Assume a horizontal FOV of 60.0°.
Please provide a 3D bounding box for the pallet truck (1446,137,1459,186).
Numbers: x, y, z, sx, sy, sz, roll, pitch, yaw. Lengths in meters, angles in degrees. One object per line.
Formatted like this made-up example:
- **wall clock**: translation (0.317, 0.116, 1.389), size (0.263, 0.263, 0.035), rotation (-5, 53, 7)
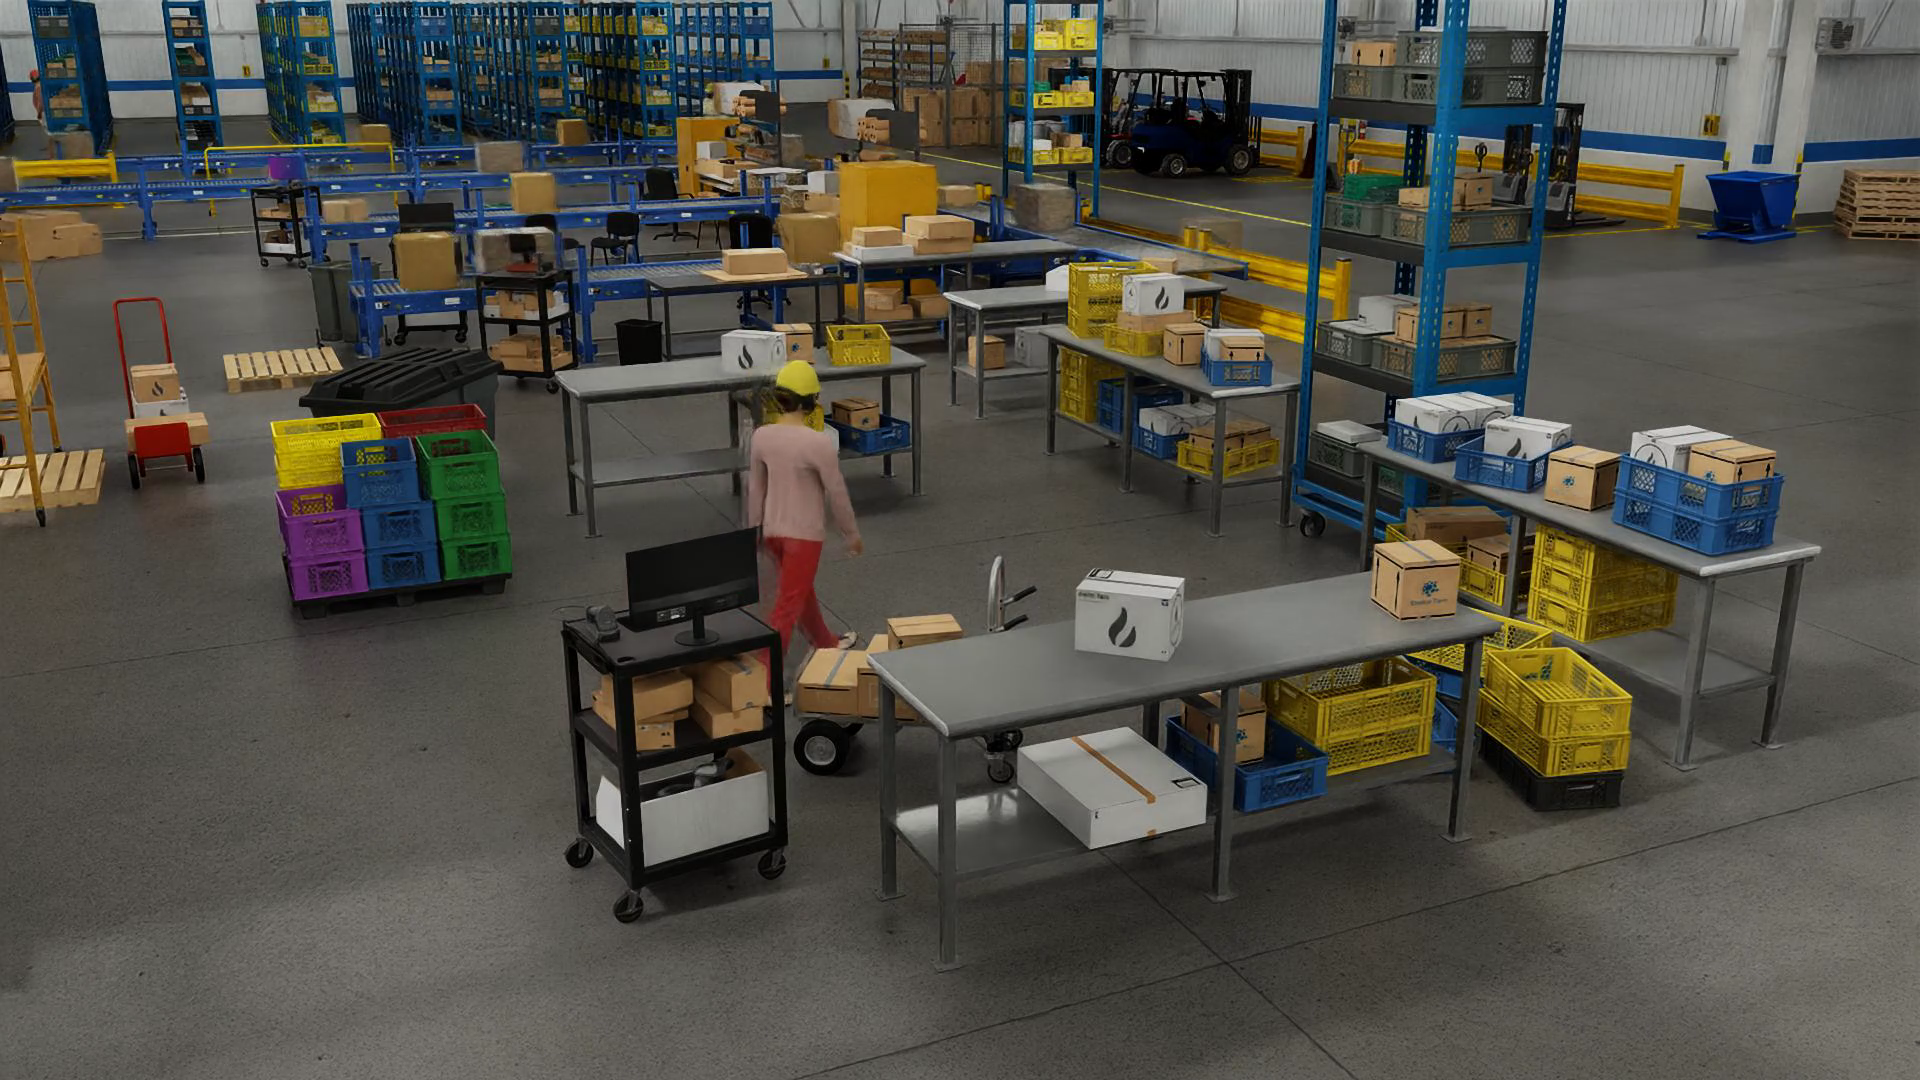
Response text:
- **pallet truck**: translation (9.184, -6.485, 29.328), size (1.630, 1.274, 0.653), rotation (-8, 19, -23)

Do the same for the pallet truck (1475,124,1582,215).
- **pallet truck**: translation (9.707, -6.455, 28.103), size (1.885, 1.965, 0.823), rotation (-7, 19, -20)

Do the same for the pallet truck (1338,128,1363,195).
- **pallet truck**: translation (7.845, -7.140, 31.411), size (1.522, 1.261, 0.704), rotation (-9, 20, -25)

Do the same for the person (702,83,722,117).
- **person**: translation (-5.727, -9.501, 37.982), size (0.626, 1.814, 0.624), rotation (12, 21, 33)

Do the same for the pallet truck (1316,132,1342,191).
- **pallet truck**: translation (7.723, -7.504, 32.656), size (1.601, 1.201, 0.680), rotation (-8, 19, -23)

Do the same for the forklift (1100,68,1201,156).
- **forklift**: translation (4.082, -9.564, 37.410), size (2.680, 1.987, 1.157), rotation (-8, 19, -23)

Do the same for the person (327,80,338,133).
- **person**: translation (-16.259, -11.054, 42.875), size (0.458, 1.830, 0.563), rotation (-7, 19, -20)

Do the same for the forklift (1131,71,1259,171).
- **forklift**: translation (4.998, -8.936, 35.413), size (2.680, 1.987, 1.157), rotation (-9, 20, -25)

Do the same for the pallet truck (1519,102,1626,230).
- **pallet truck**: translation (9.972, -6.037, 26.785), size (1.885, 1.965, 0.823), rotation (-9, 20, -25)

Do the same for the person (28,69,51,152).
- **person**: translation (-22.941, -10.721, 41.544), size (0.381, 1.994, 0.615), rotation (-6, 18, -17)

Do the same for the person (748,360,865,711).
- **person**: translation (-0.767, -0.045, 8.368), size (0.538, 1.717, 0.931), rotation (14, 23, 38)
